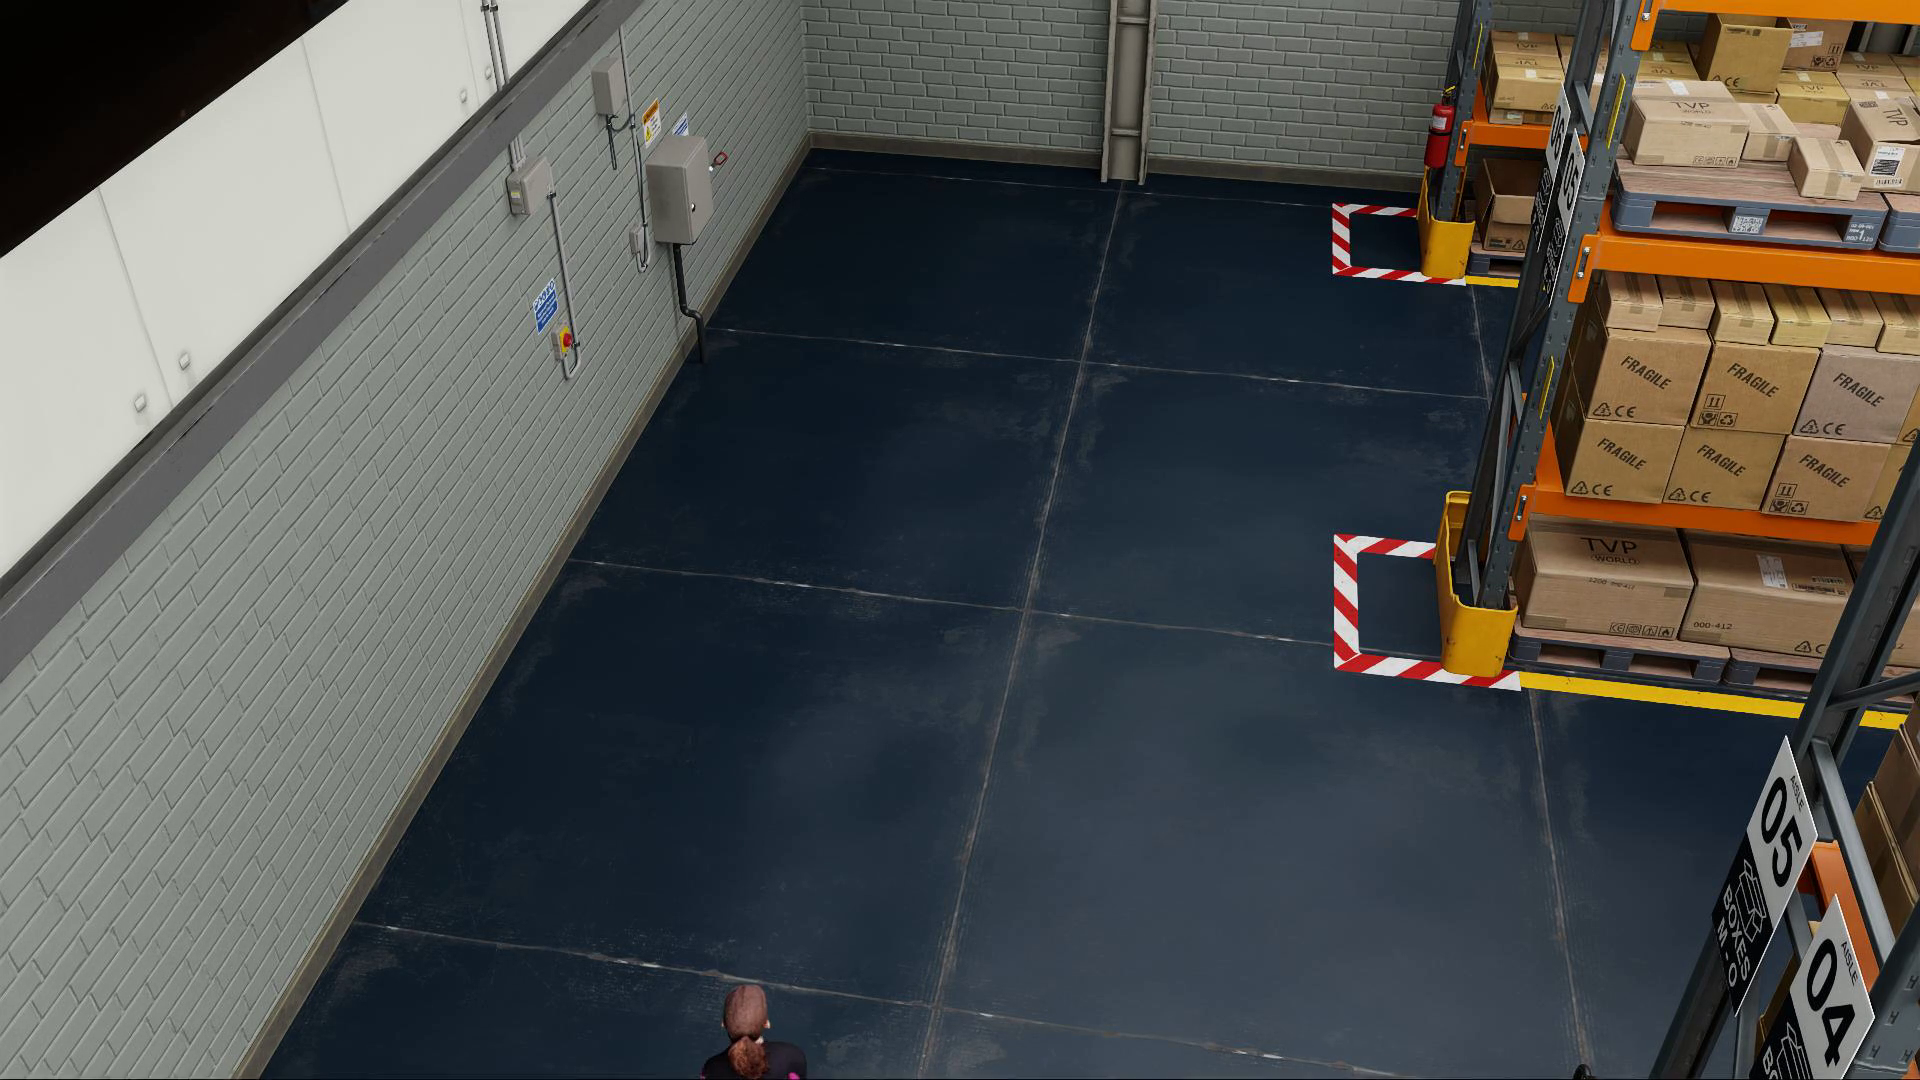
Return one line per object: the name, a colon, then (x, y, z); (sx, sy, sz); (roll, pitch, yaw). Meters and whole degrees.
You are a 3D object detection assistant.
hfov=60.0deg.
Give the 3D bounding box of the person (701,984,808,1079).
person: (-0.751, 2.305, 6.349); (0.629, 1.753, 0.720); (-7, 38, -9)
